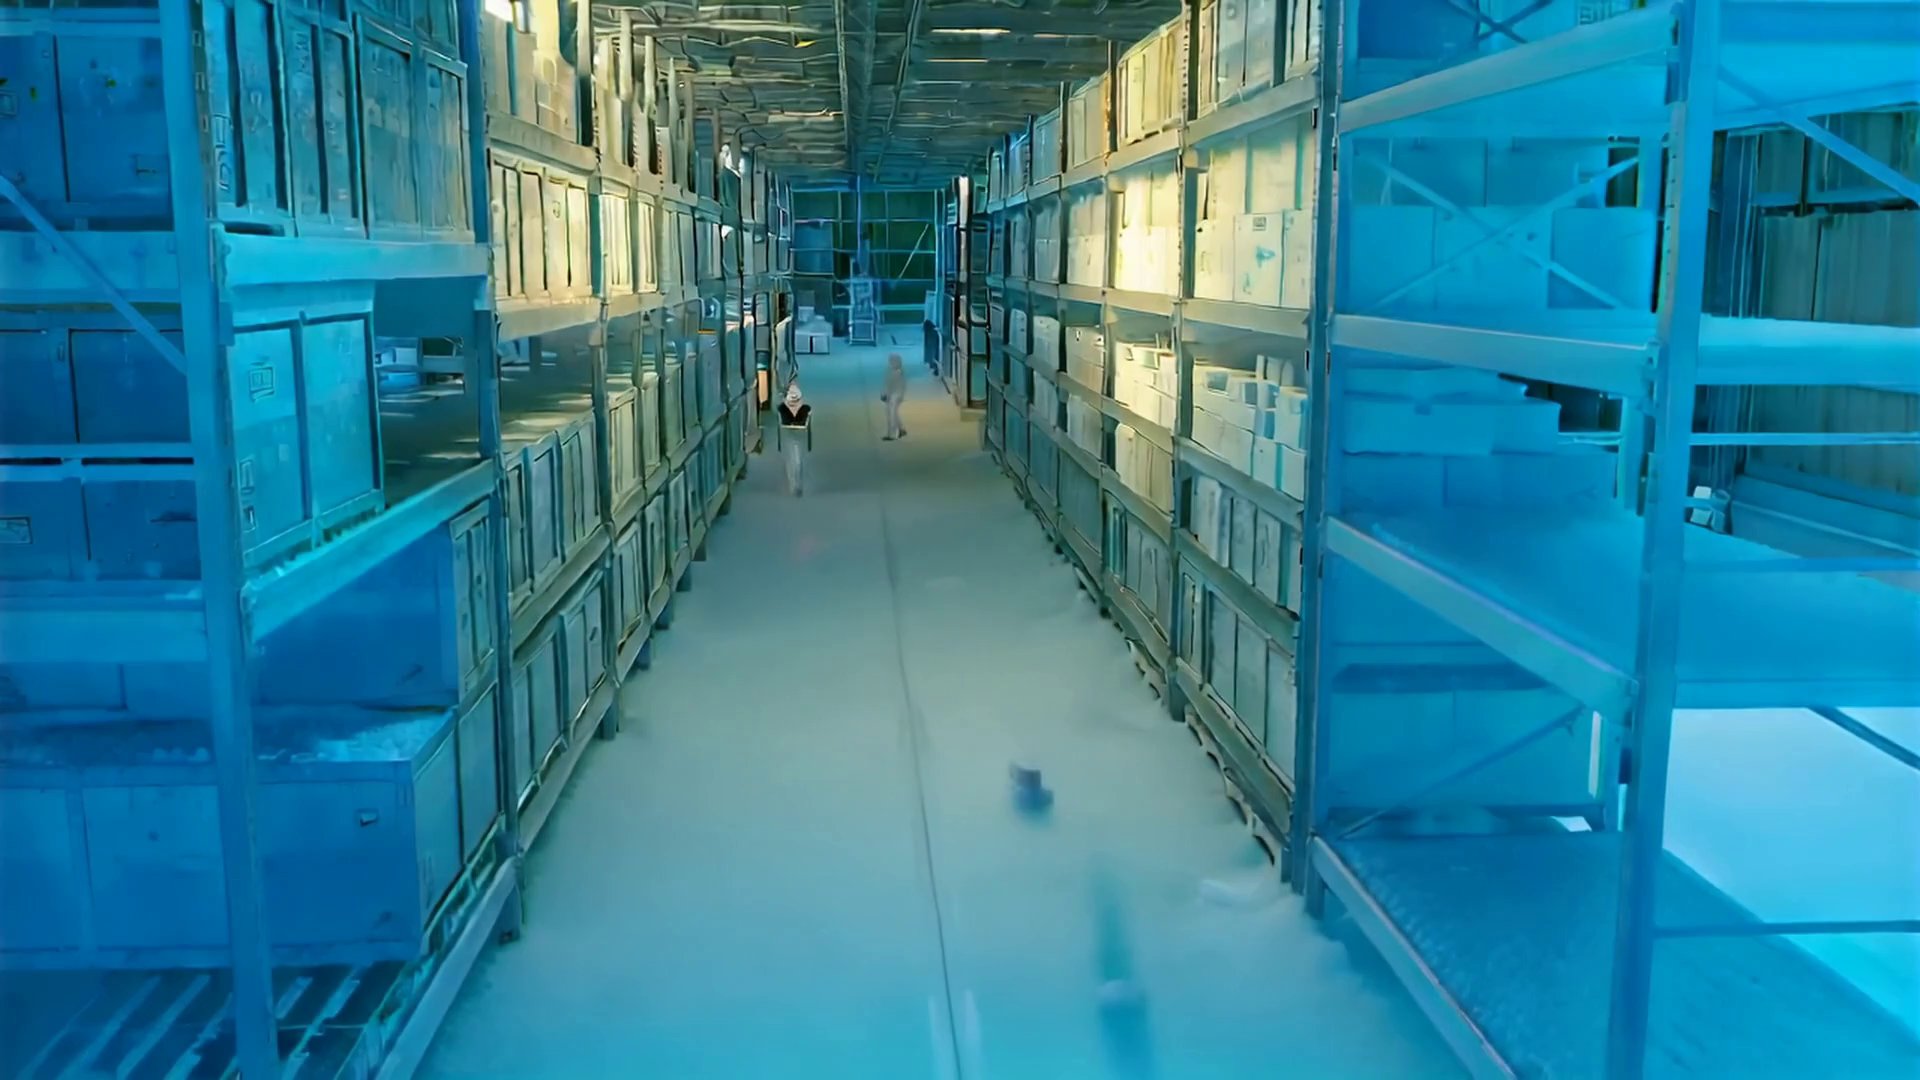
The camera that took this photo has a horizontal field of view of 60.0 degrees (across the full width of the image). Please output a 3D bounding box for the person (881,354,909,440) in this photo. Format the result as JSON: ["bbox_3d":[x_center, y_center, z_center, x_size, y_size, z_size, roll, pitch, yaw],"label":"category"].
[{"bbox_3d":[-1.436,-3.090,35.941,0.614,1.870,0.709,-4,10,-24],"label":"person"}]

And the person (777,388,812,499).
[{"bbox_3d":[-2.726,-1.615,27.375,0.584,1.805,0.993,-1,10,-5],"label":"person"}]

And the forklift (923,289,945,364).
[{"bbox_3d":[-0.808,-8.117,62.954,1.129,2.768,1.873,-1,10,-3],"label":"forklift"}]

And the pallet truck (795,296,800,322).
[{"bbox_3d":[-8.622,-12.439,91.403,1.885,1.965,0.823,2,10,13],"label":"pallet truck"}]

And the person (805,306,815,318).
[{"bbox_3d":[-6.527,-9.286,72.779,0.546,1.930,0.390,9,13,42],"label":"person"}]
